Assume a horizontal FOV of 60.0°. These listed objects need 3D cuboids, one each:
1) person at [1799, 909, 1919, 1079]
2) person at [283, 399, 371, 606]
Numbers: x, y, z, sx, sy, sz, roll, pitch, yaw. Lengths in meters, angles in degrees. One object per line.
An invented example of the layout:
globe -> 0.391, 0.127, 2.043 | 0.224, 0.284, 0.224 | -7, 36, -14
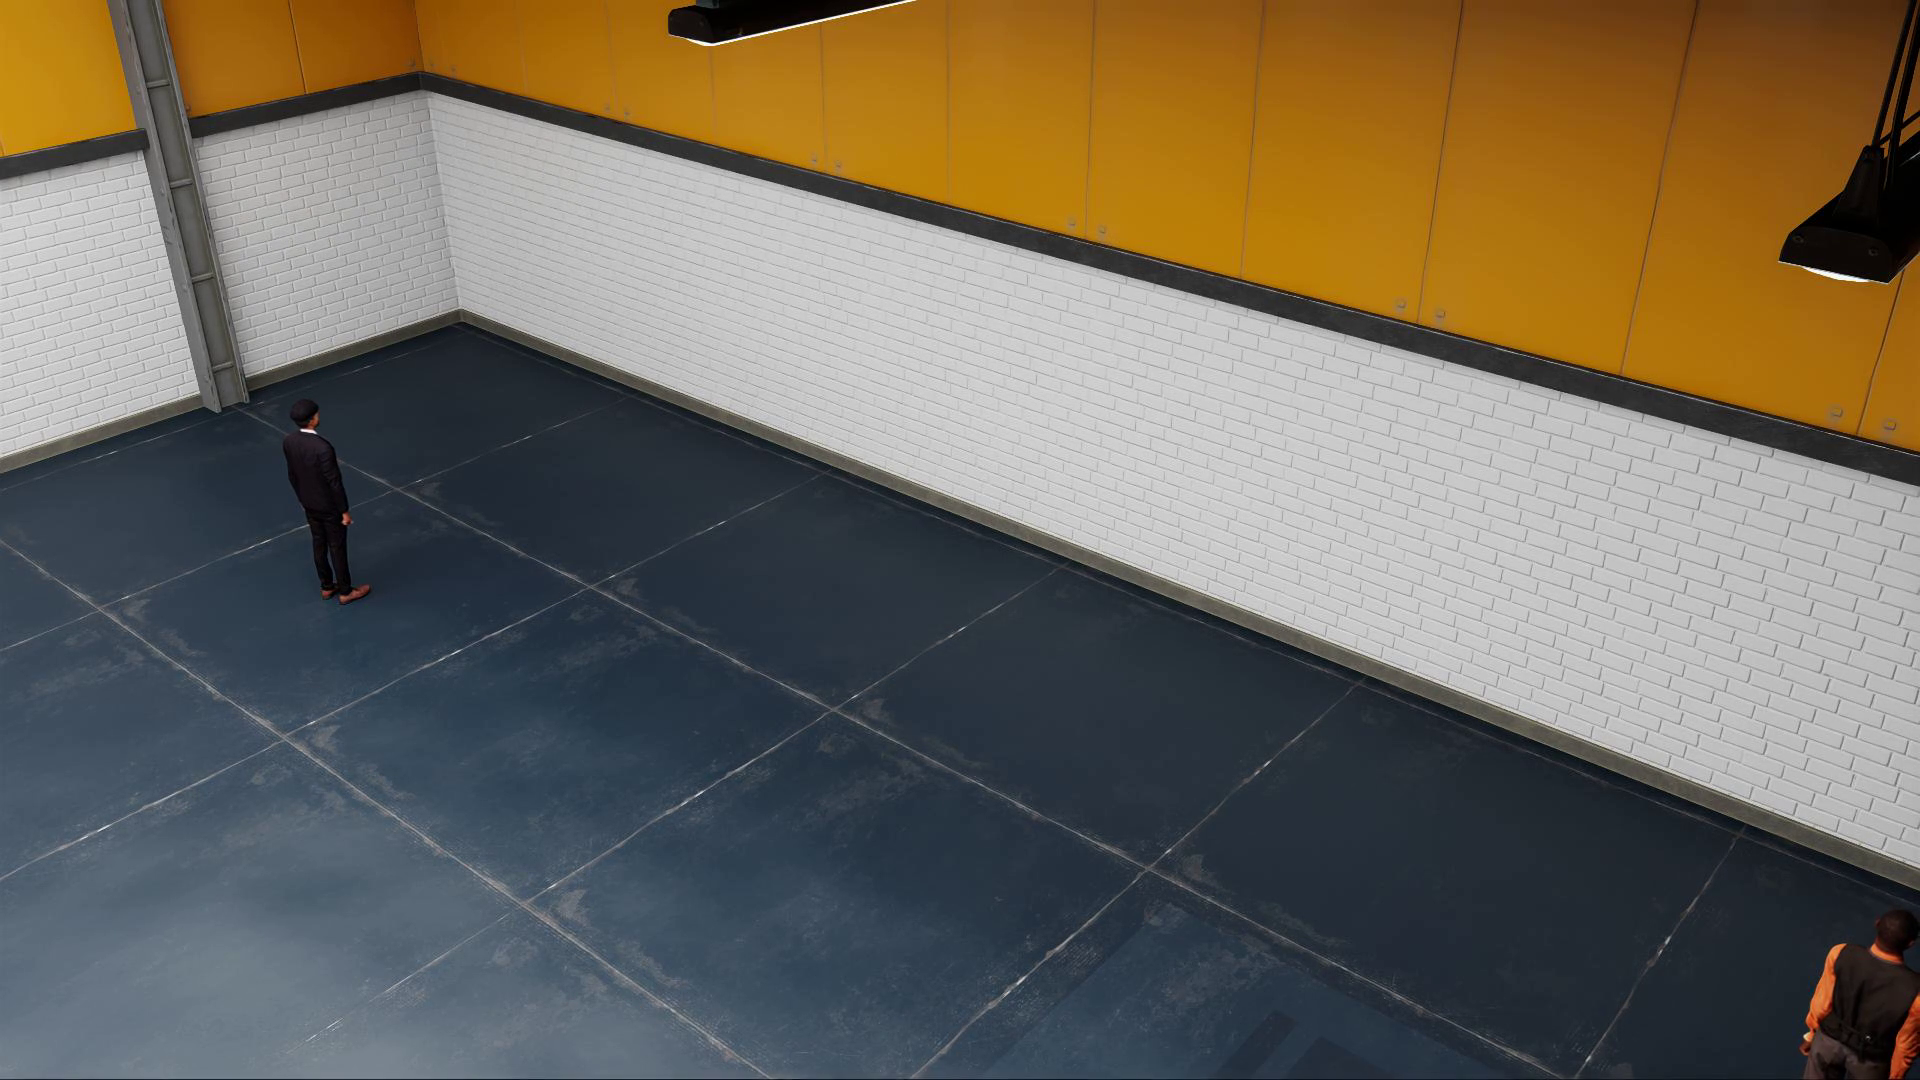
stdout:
person -> 4.653, 2.695, 8.671 | 0.635, 1.907, 0.712 | -24, 37, -37
person -> -5.471, -0.330, 14.240 | 0.748, 1.884, 0.652 | 13, 31, 22
